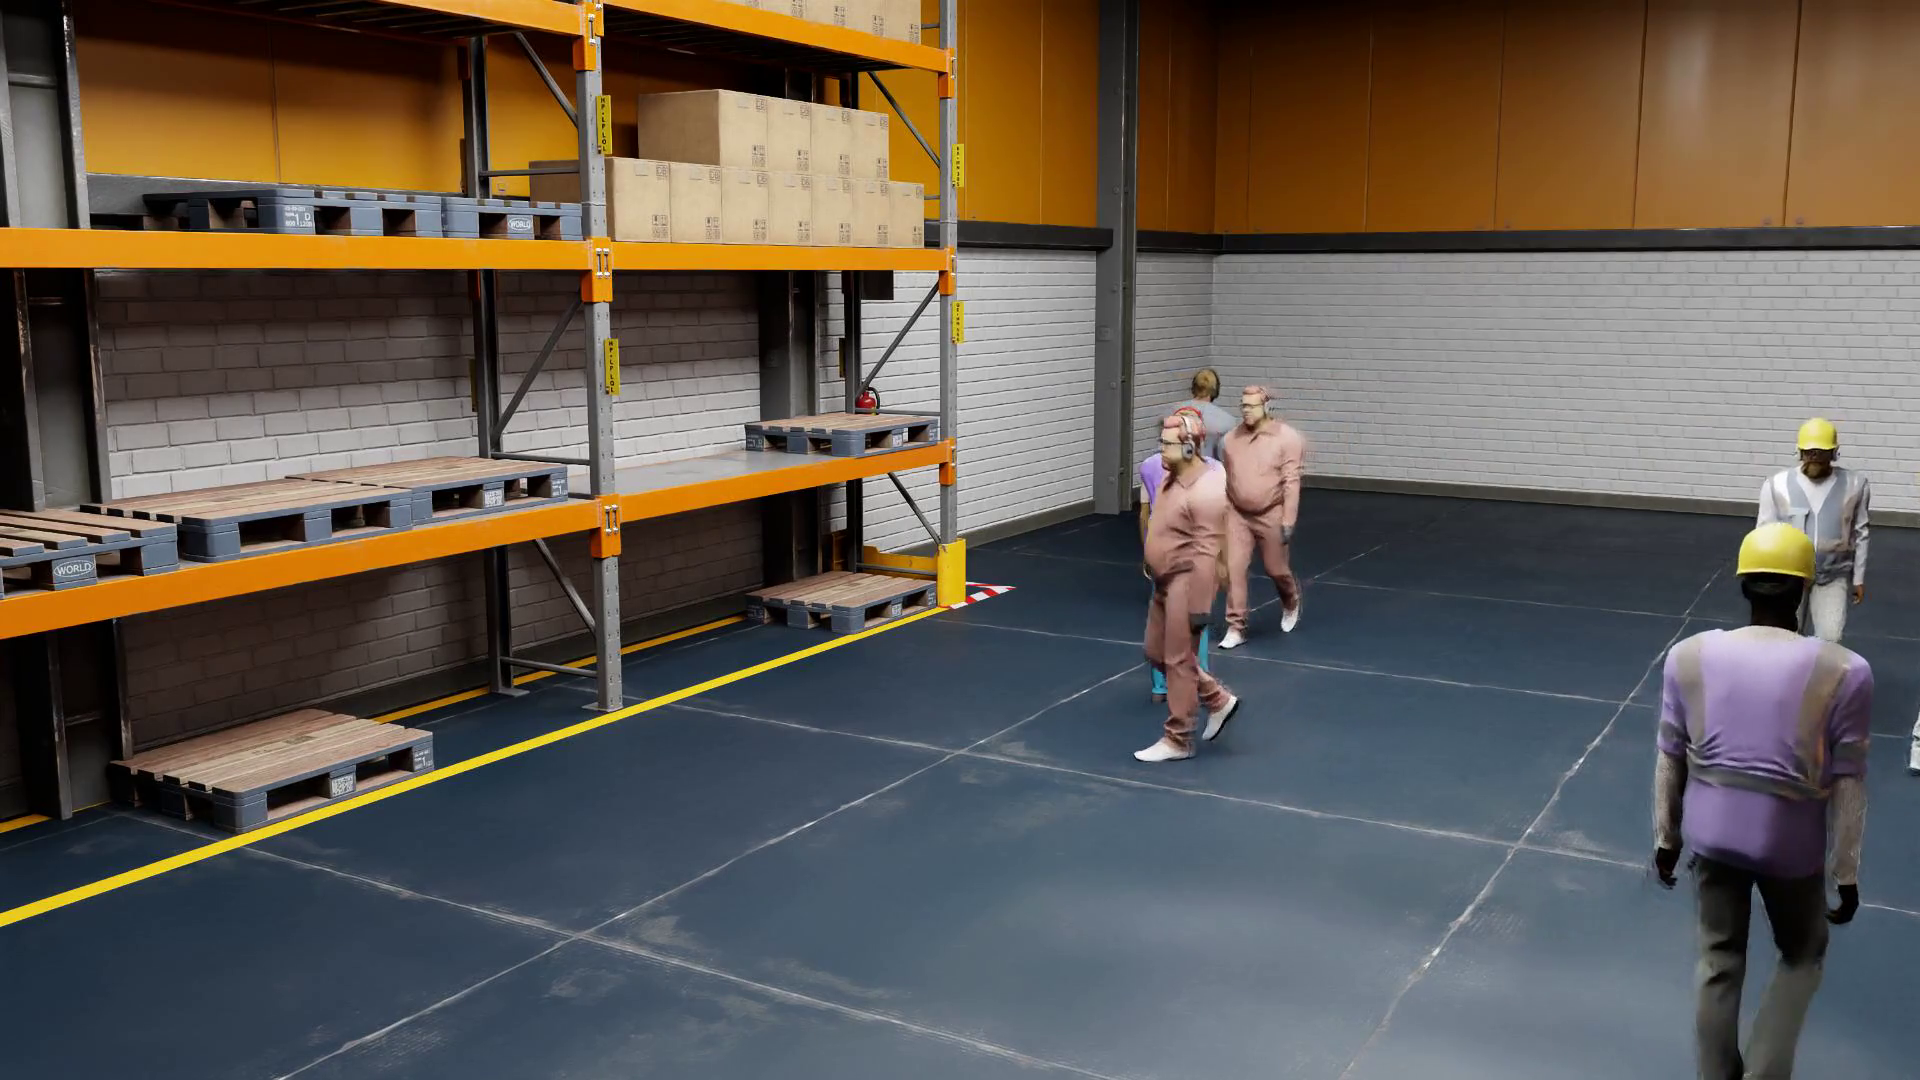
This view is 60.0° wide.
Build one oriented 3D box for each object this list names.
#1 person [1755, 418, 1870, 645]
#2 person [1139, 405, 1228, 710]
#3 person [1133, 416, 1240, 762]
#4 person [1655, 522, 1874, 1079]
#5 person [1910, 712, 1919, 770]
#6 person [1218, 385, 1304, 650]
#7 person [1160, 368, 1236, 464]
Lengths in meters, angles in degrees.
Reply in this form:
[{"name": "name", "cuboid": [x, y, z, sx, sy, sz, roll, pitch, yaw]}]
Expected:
[{"name": "person", "cuboid": [4.952, 0.196, 9.705, 0.618, 1.810, 0.554, 4, 10, 25]}, {"name": "person", "cuboid": [1.356, 0.111, 10.117, 0.570, 1.849, 0.380, 6, 11, 32]}, {"name": "person", "cuboid": [1.237, 0.268, 9.000, 0.541, 1.892, 0.665, -2, 9, -9]}, {"name": "person", "cuboid": [2.410, 0.898, 5.031, 0.601, 1.901, 0.440, 8, 12, 40]}, {"name": "person", "cuboid": [5.419, 0.402, 8.828, 0.917, 1.684, 0.487, -6, 11, -35]}, {"name": "person", "cuboid": [2.169, -0.186, 11.921, 0.634, 1.871, 0.876, 6, 11, 32]}, {"name": "person", "cuboid": [1.835, -0.394, 13.079, 0.642, 1.914, 0.699, 4, 10, 25]}]
